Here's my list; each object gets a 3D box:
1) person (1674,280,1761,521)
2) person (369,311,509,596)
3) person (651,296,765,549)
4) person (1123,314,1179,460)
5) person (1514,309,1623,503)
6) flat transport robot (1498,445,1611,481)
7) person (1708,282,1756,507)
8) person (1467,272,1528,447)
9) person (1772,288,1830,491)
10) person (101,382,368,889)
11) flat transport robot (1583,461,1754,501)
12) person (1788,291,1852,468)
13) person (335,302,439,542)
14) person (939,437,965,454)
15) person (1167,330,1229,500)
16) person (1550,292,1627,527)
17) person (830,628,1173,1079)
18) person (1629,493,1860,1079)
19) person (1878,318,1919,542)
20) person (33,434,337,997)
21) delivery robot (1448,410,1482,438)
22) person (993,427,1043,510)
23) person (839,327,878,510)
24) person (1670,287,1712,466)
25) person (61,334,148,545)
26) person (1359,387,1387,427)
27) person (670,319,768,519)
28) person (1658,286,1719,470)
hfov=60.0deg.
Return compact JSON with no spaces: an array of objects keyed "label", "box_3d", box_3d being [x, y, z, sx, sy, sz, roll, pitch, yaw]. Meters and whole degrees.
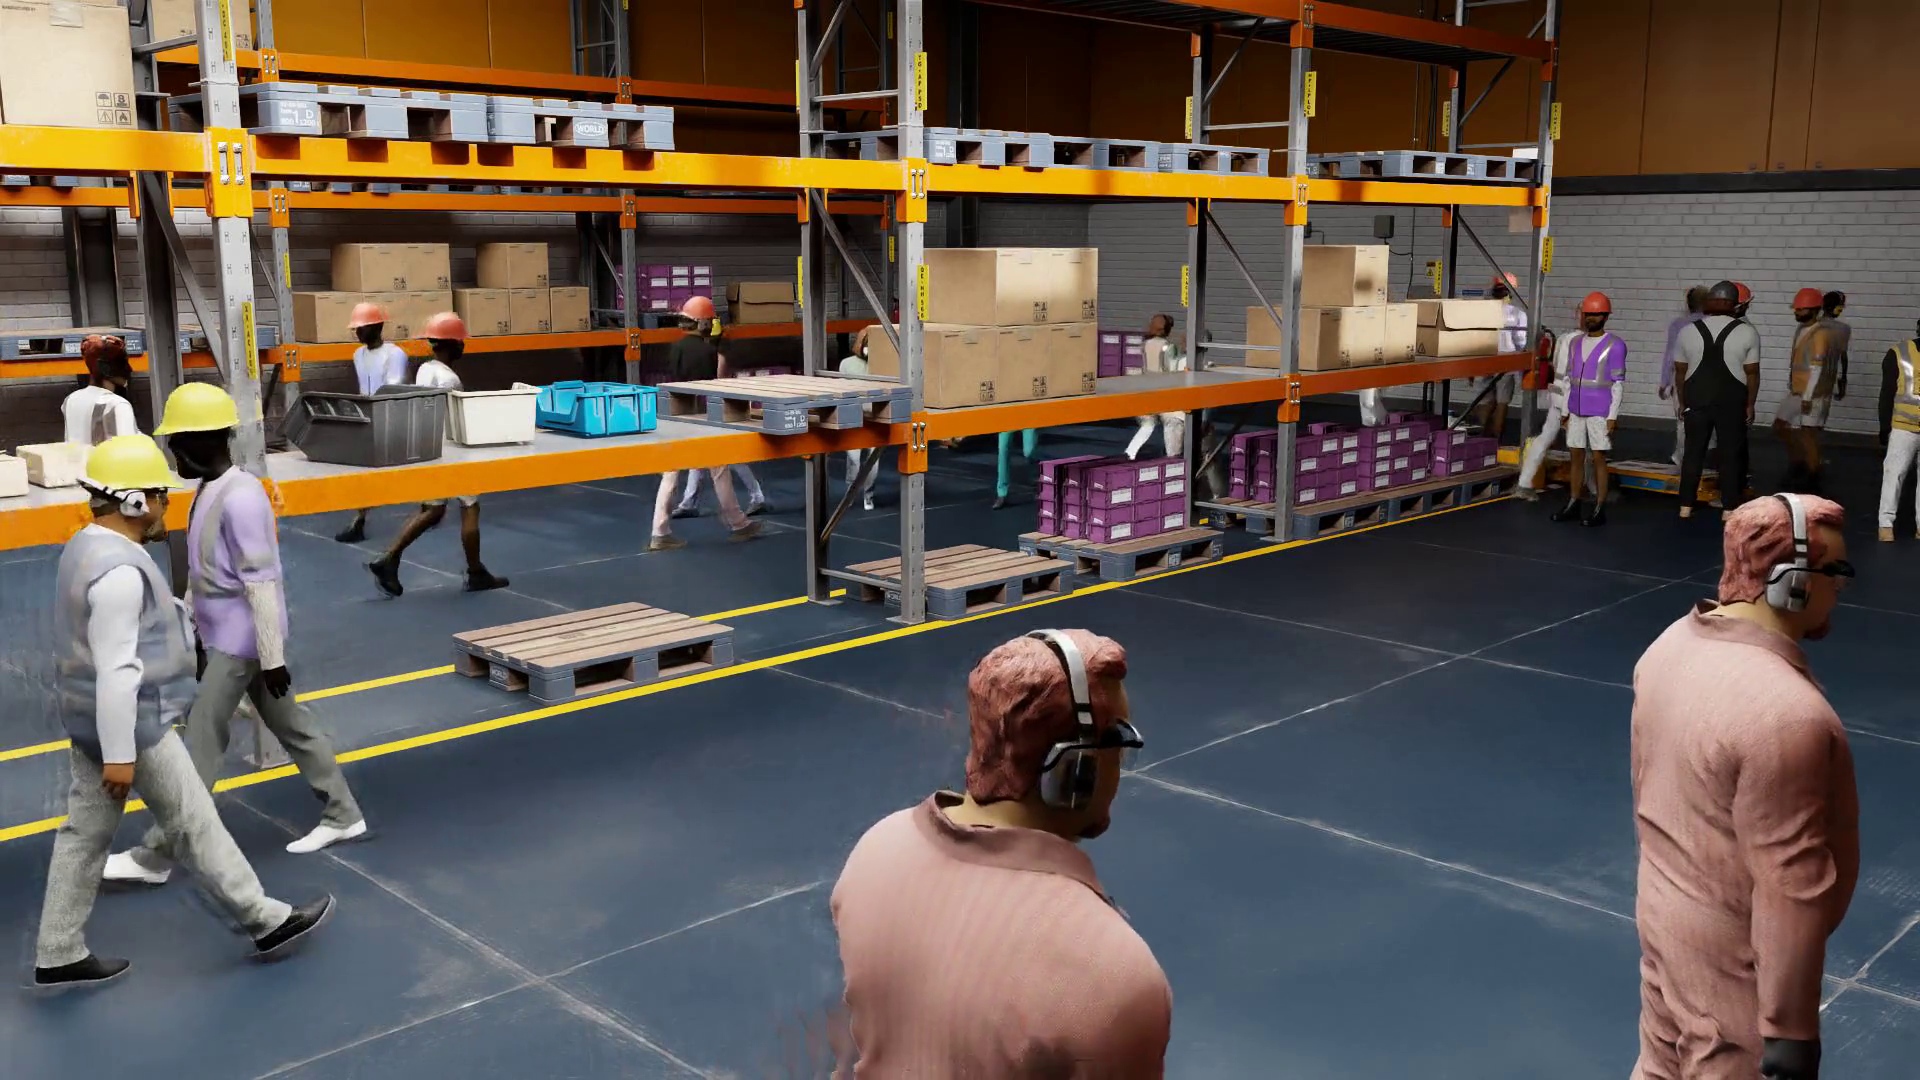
[{"label":"person","box_3d":[6.439,-1.192,14.143,0.681,2.000,0.538,8,13,36]},{"label":"person","box_3d":[-3.492,-0.558,11.059,0.856,1.915,0.551,-9,14,-40]},{"label":"person","box_3d":[-2.016,-0.909,12.881,1.017,1.939,0.641,-10,14,-44]},{"label":"person","box_3d":[2.018,-1.490,16.919,0.671,1.621,0.532,-6,12,-32]},{"label":"person","box_3d":[5.462,-1.226,14.929,0.998,1.837,0.655,-2,11,-9]},{"label":"flat transport robot","box_3d":[5.792,-0.787,16.767,0.652,0.197,1.431,-6,12,-29]},{"label":"person","box_3d":[6.853,-1.284,14.781,0.392,1.991,0.613,2,11,9]},{"label":"person","box_3d":[5.691,-1.804,17.523,0.440,2.022,0.629,-9,14,-41]},{"label":"person","box_3d":[7.935,-1.407,15.650,0.507,1.914,0.569,1,10,4]},{"label":"person","box_3d":[-2.765,0.344,6.237,1.029,1.868,0.603,-6,12,-28]},{"label":"flat transport robot","box_3d":[6.586,-0.571,15.586,0.652,0.197,1.431,-7,13,-34]},{"label":"person","box_3d":[8.875,-1.649,17.237,0.593,1.838,0.644,8,13,36]},{"label":"person","box_3d":[-4.576,-0.943,13.249,0.552,1.890,0.989,4,11,22]},{"label":"person","box_3d":[-0.110,-1.889,18.419,0.668,1.870,0.861,-2,11,-9]},{"label":"person","box_3d":[2.065,-1.083,14.795,0.865,1.589,0.527,-7,13,-35]},{"label":"person","box_3d":[5.228,-1.084,13.819,0.340,1.942,0.552,-6,12,-31]},{"label":"person","box_3d":[0.087,1.051,2.354,0.462,1.885,0.640,-9,14,-40]},{"label":"person","box_3d":[1.600,0.846,3.404,0.403,1.904,0.651,0,10,1]},{"label":"person","box_3d":[7.530,-0.886,13.019,0.629,1.842,0.429,2,11,11]},{"label":"person","box_3d":[-2.580,0.549,5.349,0.935,1.778,0.610,-8,13,-37]},{"label":"delivery robot","box_3d":[5.171,-1.132,17.618,0.477,0.478,0.707,-6,12,-30]},{"label":"person","box_3d":[0.535,-1.153,14.730,0.530,1.742,0.553,3,11,16]},{"label":"person","box_3d":[-0.813,-1.054,14.544,0.504,1.615,0.421,-1,10,-3]},{"label":"person","box_3d":[7.456,-1.600,16.783,0.647,1.895,0.447,-10,14,-43]},{"label":"person","box_3d":[-4.560,-0.159,8.942,0.583,1.881,0.337,7,12,33]},{"label":"person","box_3d":[4.620,-1.906,18.634,0.453,1.825,0.642,-4,11,-21]},{"label":"person","box_3d":[-2.065,-1.032,14.142,0.898,1.722,0.536,-4,11,-23]},{"label":"person","box_3d":[7.295,-1.544,16.412,0.660,1.910,0.521,0,10,-2]}]
